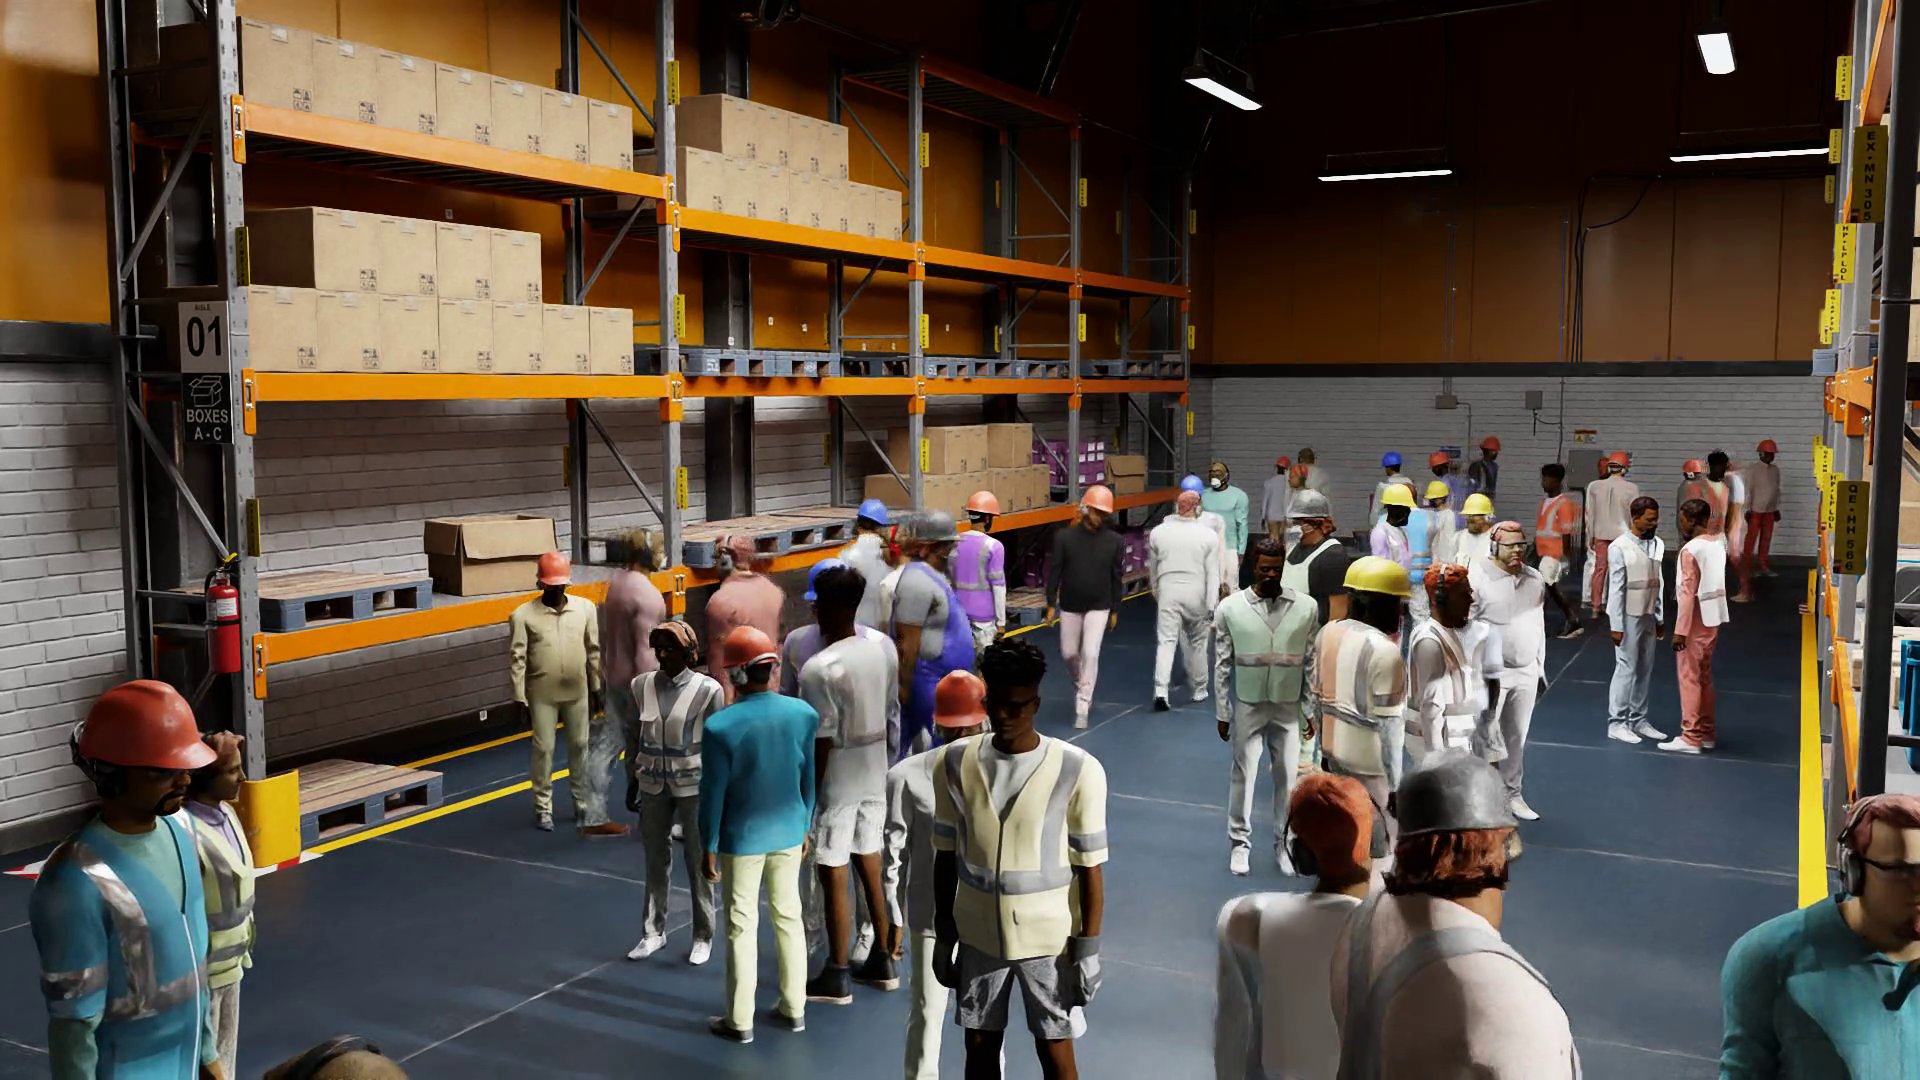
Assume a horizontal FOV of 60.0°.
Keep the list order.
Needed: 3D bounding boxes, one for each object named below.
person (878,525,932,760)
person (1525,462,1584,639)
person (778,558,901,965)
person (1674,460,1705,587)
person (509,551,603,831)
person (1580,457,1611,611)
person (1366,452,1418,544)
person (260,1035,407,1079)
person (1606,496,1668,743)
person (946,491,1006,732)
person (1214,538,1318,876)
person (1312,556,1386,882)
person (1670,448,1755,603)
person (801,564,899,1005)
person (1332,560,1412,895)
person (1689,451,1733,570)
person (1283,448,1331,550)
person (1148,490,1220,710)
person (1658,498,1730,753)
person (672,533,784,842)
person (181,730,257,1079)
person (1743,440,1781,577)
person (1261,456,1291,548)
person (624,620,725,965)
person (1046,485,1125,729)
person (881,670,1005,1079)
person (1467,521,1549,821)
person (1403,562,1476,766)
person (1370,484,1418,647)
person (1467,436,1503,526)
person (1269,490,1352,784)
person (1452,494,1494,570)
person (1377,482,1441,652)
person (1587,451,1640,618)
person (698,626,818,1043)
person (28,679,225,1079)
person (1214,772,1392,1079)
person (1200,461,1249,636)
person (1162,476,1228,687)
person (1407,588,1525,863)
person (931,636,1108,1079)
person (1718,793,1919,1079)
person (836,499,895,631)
[{"bbox_3d":[-0.348,0.821,10.935,0.408,1.835,0.566,3,6,30],"label":"person"},{"bbox_3d":[6.363,0.128,17.871,0.854,1.937,0.610,0,5,0],"label":"person"},{"bbox_3d":[-0.584,1.049,7.880,0.613,1.945,0.406,2,6,18],"label":"person"},{"bbox_3d":[9.834,-0.206,22.415,0.327,1.752,0.563,1,5,13],"label":"person"},{"bbox_3d":[-2.492,0.929,10.304,0.577,1.736,0.355,-3,6,-31],"label":"person"},{"bbox_3d":[7.816,-0.068,20.288,0.339,1.877,0.583,-1,5,-12],"label":"person"},{"bbox_3d":[5.336,-0.141,20.779,0.643,1.922,0.771,-2,6,-24],"label":"person"},{"bbox_3d":[-0.826,1.587,2.185,0.371,1.933,0.627,3,6,29],"label":"person"},{"bbox_3d":[5.214,0.610,12.852,0.598,1.907,0.408,-4,6,-34],"label":"person"},{"bbox_3d":[0.146,0.578,13.111,0.549,1.924,0.389,4,7,37],"label":"person"},{"bbox_3d":[1.720,0.933,9.376,0.584,1.911,0.390,0,5,-3],"label":"person"},{"bbox_3d":[1.969,1.036,8.146,0.379,1.923,0.595,-2,6,-22],"label":"person"},{"bbox_3d":[9.588,-0.214,20.985,1.034,2.000,0.681,-1,5,-9],"label":"person"},{"bbox_3d":[-0.516,1.084,7.442,0.363,1.966,0.609,3,6,32],"label":"person"},{"bbox_3d":[1.986,1.066,7.991,0.425,1.910,0.675,-1,5,-10],"label":"person"},{"bbox_3d":[9.210,-0.118,20.431,0.625,1.949,0.415,-1,6,-15],"label":"person"},{"bbox_3d":[4.788,-0.321,23.040,0.802,1.889,0.561,-1,5,-7],"label":"person"},{"bbox_3d":[1.896,0.505,14.184,0.631,1.869,0.919,2,6,18],"label":"person"},{"bbox_3d":[5.559,0.642,12.510,0.397,1.908,0.599,5,7,43],"label":"person"},{"bbox_3d":[-1.391,0.895,9.938,0.831,1.880,0.651,4,6,34],"label":"person"},{"bbox_3d":[-2.471,1.432,5.462,0.315,1.630,0.515,-1,5,-10],"label":"person"},{"bbox_3d":[11.500,-0.447,23.806,0.633,1.984,0.419,-2,6,-22],"label":"person"},{"bbox_3d":[4.634,-0.351,24.084,0.567,1.732,0.425,2,6,18],"label":"person"},{"bbox_3d":[-1.361,1.196,7.946,0.512,1.641,0.307,1,5,14],"label":"person"},{"bbox_3d":[1.020,0.517,13.546,0.641,1.963,0.790,1,5,6],"label":"person"},{"bbox_3d":[0.005,1.326,5.939,0.572,1.749,0.342,-1,5,-9],"label":"person"},{"bbox_3d":[3.429,0.830,10.462,0.655,1.906,0.407,-2,6,-19],"label":"person"},{"bbox_3d":[2.385,1.048,8.245,0.356,1.883,0.574,2,6,22],"label":"person"},{"bbox_3d":[3.651,0.490,14.019,0.372,1.924,0.593,3,6,32],"label":"person"},{"bbox_3d":[7.604,-0.526,24.392,0.639,2.022,0.691,-4,7,-38],"label":"person"},{"bbox_3d":[2.394,0.667,11.503,0.536,2.000,0.684,-1,5,-15],"label":"person"},{"bbox_3d":[4.506,0.504,14.442,0.411,1.822,0.593,-4,7,-37],"label":"person"},{"bbox_3d":[4.216,0.374,15.739,0.621,1.839,0.429,0,5,-3],"label":"person"},{"bbox_3d":[7.681,-0.049,19.512,0.618,1.986,0.408,5,7,43],"label":"person"},{"bbox_3d":[-0.864,1.230,7.037,0.566,1.742,0.353,-4,7,-38],"label":"person"},{"bbox_3d":[-2.052,1.354,4.203,0.420,2.032,0.604,0,5,1],"label":"person"},{"bbox_3d":[0.862,1.465,3.810,0.630,1.869,0.406,3,6,29],"label":"person"},{"bbox_3d":[2.842,0.109,18.119,0.627,1.933,0.370,3,6,32],"label":"person"},{"bbox_3d":[2.147,0.361,15.469,0.642,1.903,0.971,0,5,4],"label":"person"},{"bbox_3d":[2.909,1.022,9.634,0.637,1.681,0.404,3,6,29],"label":"person"},{"bbox_3d":[0.181,1.275,5.417,0.604,1.958,0.382,2,6,21],"label":"person"},{"bbox_3d":[1.938,1.481,3.509,0.655,1.916,0.403,1,5,11],"label":"person"},{"bbox_3d":[-0.696,0.632,12.593,0.630,1.899,0.745,-4,7,-37],"label":"person"}]
